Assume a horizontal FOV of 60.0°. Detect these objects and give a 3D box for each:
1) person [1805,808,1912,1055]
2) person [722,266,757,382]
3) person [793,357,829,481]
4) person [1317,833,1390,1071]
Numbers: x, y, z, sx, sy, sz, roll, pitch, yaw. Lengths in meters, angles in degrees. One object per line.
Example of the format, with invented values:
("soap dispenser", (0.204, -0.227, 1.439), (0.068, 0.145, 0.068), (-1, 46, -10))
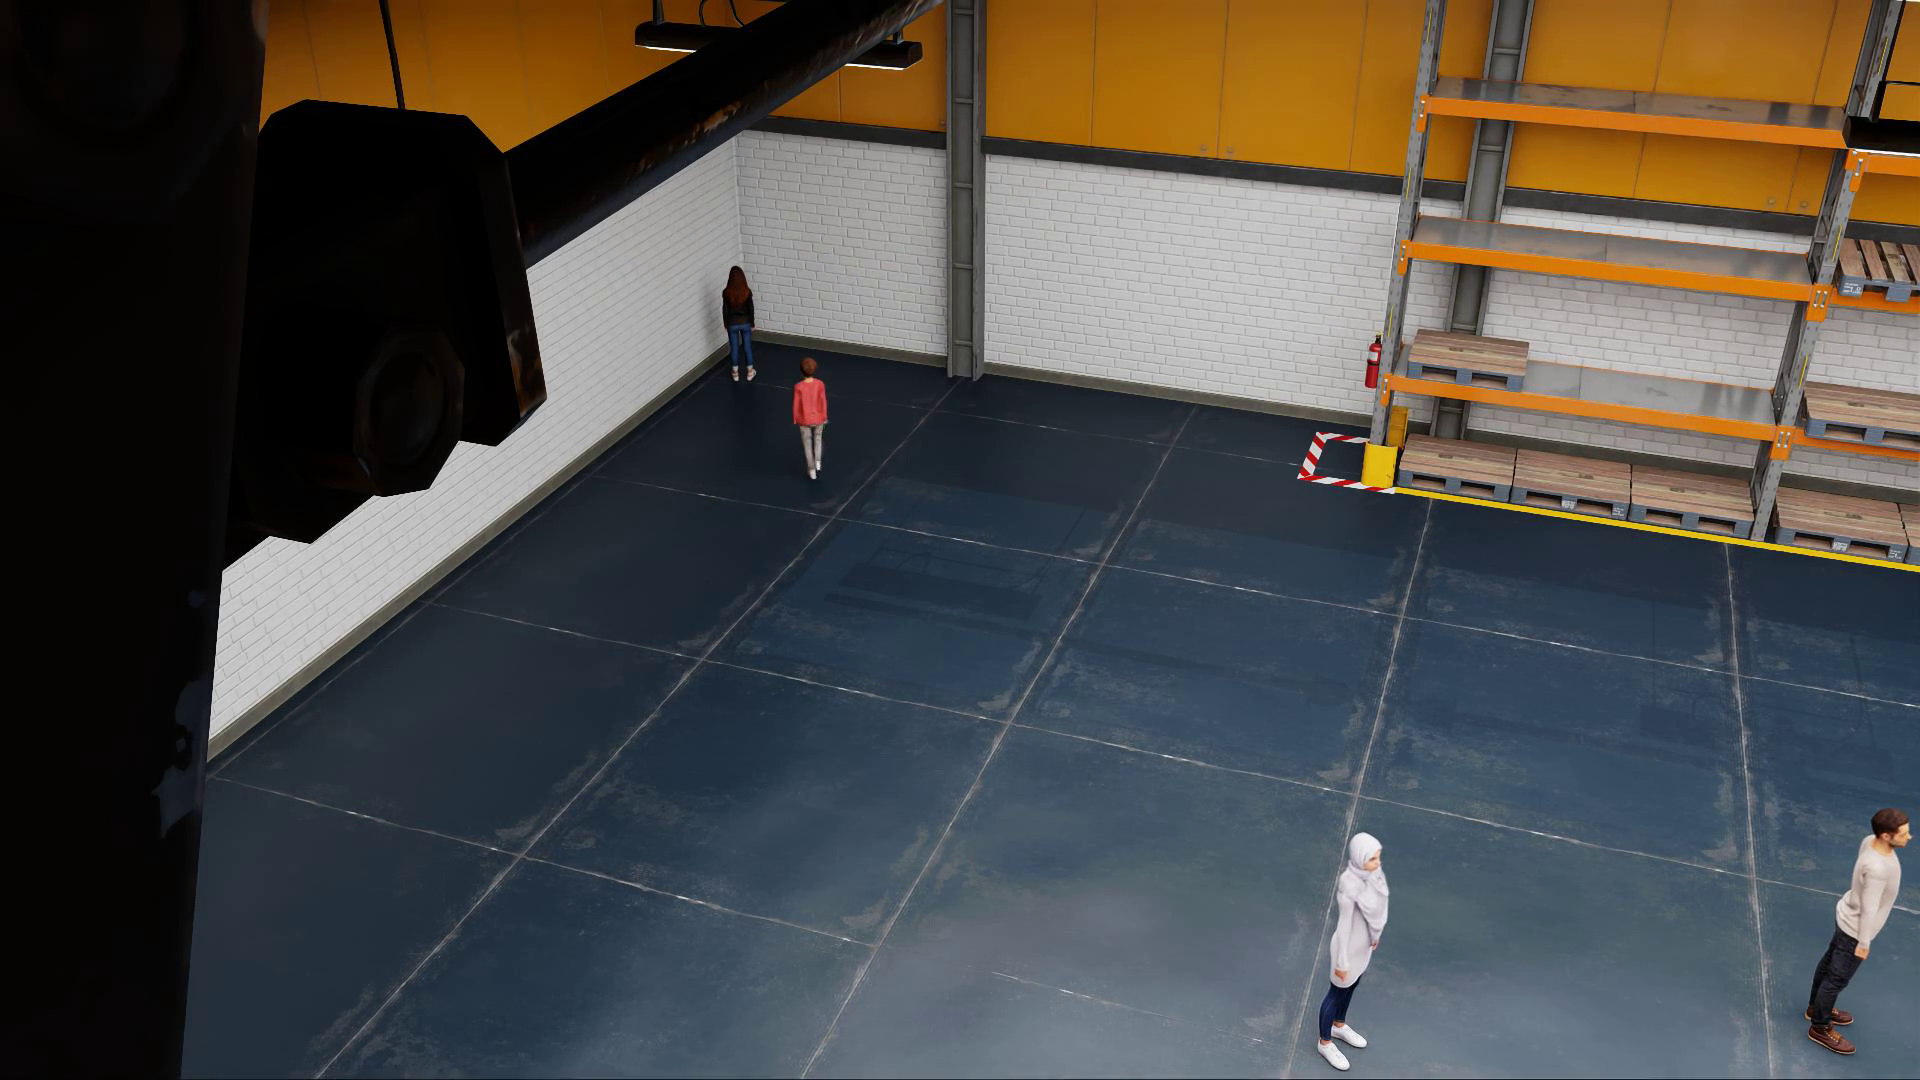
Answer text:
("person", (5.867, 2.507, 10.882), (0.571, 1.867, 0.669), (12, 31, 21))
("person", (-2.773, -2.723, 20.873), (0.589, 1.481, 0.688), (-5, 29, -9))
("person", (-1.634, -1.326, 18.386), (0.672, 1.411, 0.732), (-9, 30, -16))
("person", (2.538, 2.624, 10.763), (0.646, 1.775, 0.679), (23, 36, 35))
